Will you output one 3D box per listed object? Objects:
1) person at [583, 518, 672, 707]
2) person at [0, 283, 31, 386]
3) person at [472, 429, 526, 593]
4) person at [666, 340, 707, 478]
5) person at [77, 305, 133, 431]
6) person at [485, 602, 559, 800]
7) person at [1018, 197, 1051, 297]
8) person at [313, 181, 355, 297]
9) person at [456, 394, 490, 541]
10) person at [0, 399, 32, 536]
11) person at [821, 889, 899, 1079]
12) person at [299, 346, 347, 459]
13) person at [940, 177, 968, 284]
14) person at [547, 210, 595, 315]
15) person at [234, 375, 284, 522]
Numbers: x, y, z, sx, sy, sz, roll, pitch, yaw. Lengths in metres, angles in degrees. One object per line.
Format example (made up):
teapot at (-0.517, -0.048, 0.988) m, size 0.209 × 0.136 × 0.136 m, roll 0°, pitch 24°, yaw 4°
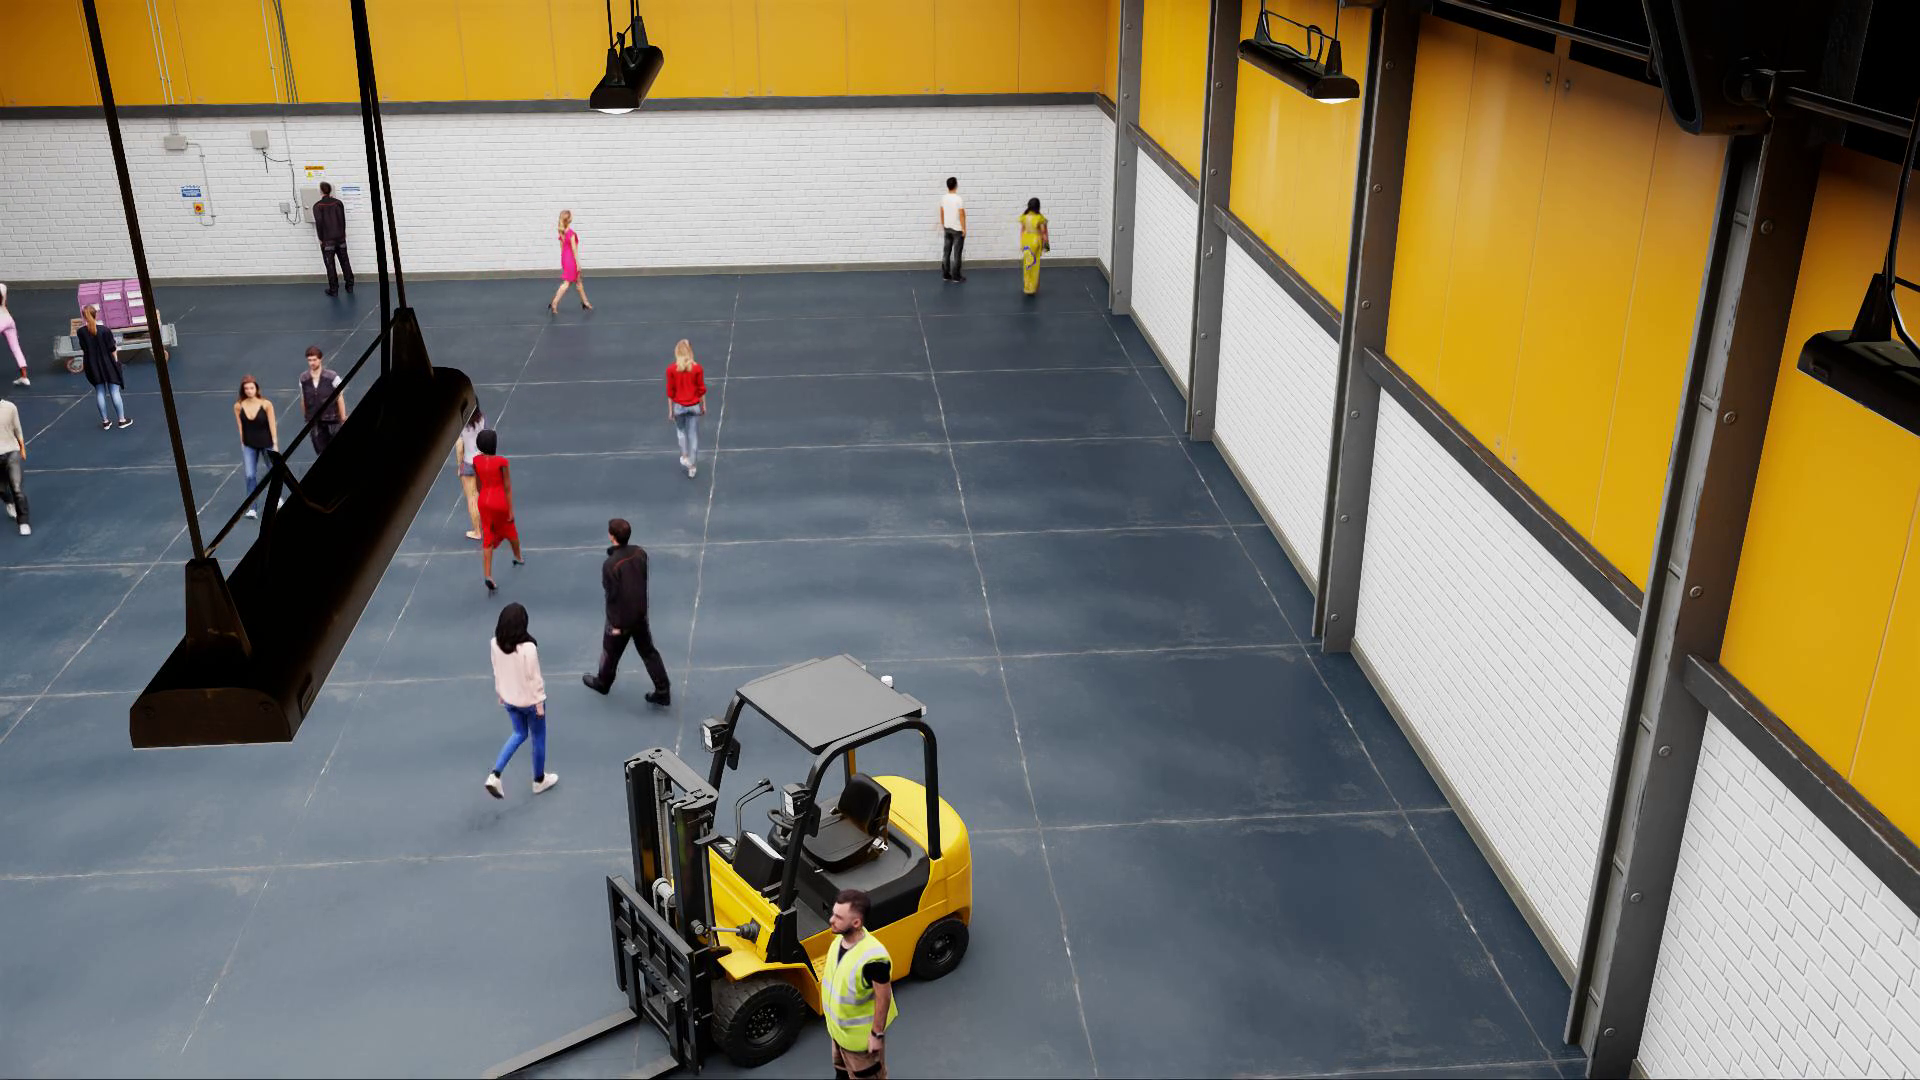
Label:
person at (-2.907, 0.701, 14.910) m, size 1.208 × 1.790 × 1.230 m, roll 13°, pitch 27°, yaw 28°
person at (-13.452, -2.992, 23.478) m, size 1.028 × 1.694 × 1.137 m, roll 9°, pitch 25°, yaw 20°
person at (-4.863, -0.274, 17.257) m, size 0.770 × 1.696 × 1.135 m, roll 4°, pitch 24°, yaw 9°
person at (-3.323, -1.572, 20.239) m, size 0.680 × 1.685 × 0.787 m, roll -4°, pitch 24°, yaw -10°
person at (-11.281, -2.280, 21.866) m, size 0.625 × 1.680 × 0.550 m, roll -3°, pitch 24°, yaw -6°
person at (-3.604, 1.348, 13.476) m, size 0.954 × 1.752 × 1.057 m, roll 14°, pitch 27°, yaw 29°
person at (1.180, -4.899, 27.915) m, size 1.029 × 1.634 × 1.098 m, roll 16°, pitch 28°, yaw 32°
person at (-10.566, -5.095, 28.004) m, size 0.779 × 1.921 × 0.818 m, roll -22°, pitch 32°, yaw -40°
person at (-5.415, -0.855, 18.541) m, size 0.710 × 1.732 × 0.653 m, roll 19°, pitch 30°, yaw 37°
person at (-10.837, -0.991, 18.779) m, size 0.927 × 1.790 × 1.166 m, roll -13°, pitch 27°, yaw -28°
person at (-0.623, 2.856, 9.908) m, size 0.896 × 1.846 × 0.815 m, roll -15°, pitch 28°, yaw -30°
person at (-7.502, -1.420, 19.707) m, size 0.654 × 1.833 × 0.928 m, roll -1°, pitch 24°, yaw -3°
person at (-0.128, -5.386, 28.819) m, size 0.715 × 1.803 × 0.752 m, roll 16°, pitch 28°, yaw 32°
person at (-6.360, -4.434, 26.786) m, size 0.986 × 1.686 × 1.063 m, roll -17°, pitch 29°, yaw -33°
person at (-8.063, -1.113, 19.199) m, size 0.668 × 1.677 × 1.050 m, roll -4°, pitch 24°, yaw -9°
